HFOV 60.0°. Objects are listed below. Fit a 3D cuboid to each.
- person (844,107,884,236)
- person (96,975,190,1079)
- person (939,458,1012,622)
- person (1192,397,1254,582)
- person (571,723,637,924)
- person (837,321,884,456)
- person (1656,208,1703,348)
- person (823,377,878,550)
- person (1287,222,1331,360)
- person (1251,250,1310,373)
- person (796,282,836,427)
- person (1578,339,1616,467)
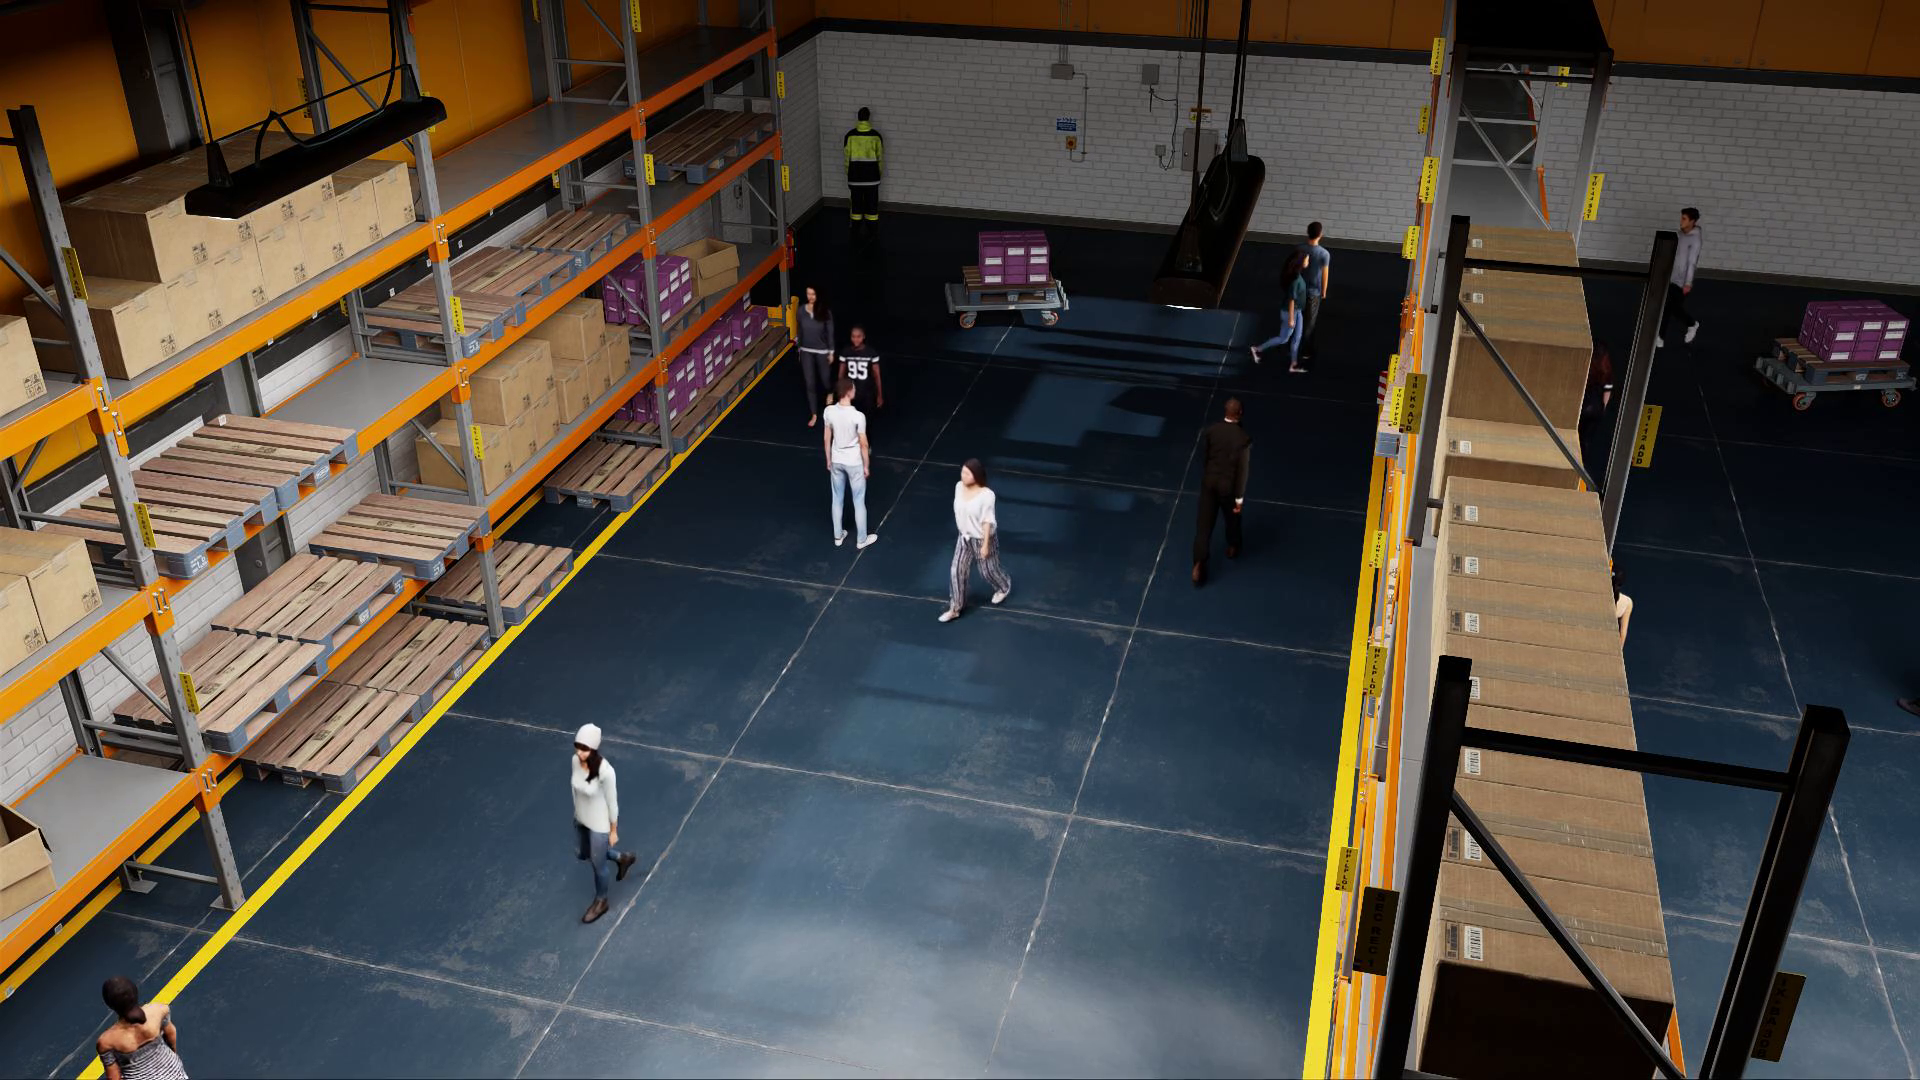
[{"bbox_3d":[-1.517,-5.803,26.137,0.847,1.984,0.785,-2,29,-4],"label":"person"},{"bbox_3d":[-4.629,3.273,9.703,0.946,1.786,0.994,24,37,37],"label":"person"},{"bbox_3d":[0.222,-0.033,15.915,1.035,1.642,1.220,25,38,38],"label":"person"},{"bbox_3d":[2.552,-0.469,16.488,0.837,1.858,1.319,12,31,22],"label":"person"},{"bbox_3d":[-2.627,2.010,12.172,0.753,1.640,0.904,19,34,31],"label":"person"},{"bbox_3d":[-1.103,-1.656,18.833,0.664,1.697,1.058,6,29,10],"label":"person"},{"bbox_3d":[9.518,-3.428,21.858,1.060,1.910,1.072,-8,30,-15],"label":"person"},{"bbox_3d":[-1.159,-0.789,17.082,0.675,1.852,0.592,12,31,21],"label":"person"},{"bbox_3d":[4.516,-3.258,21.655,0.690,1.808,0.631,16,33,27],"label":"person"},{"bbox_3d":[4.144,-2.907,21.233,0.661,1.595,0.909,10,30,18],"label":"person"},{"bbox_3d":[-1.713,-2.266,19.892,0.674,1.754,0.898,4,29,8],"label":"person"},{"bbox_3d":[6.985,-1.418,18.472,0.652,1.625,0.654,2,29,4],"label":"person"}]
